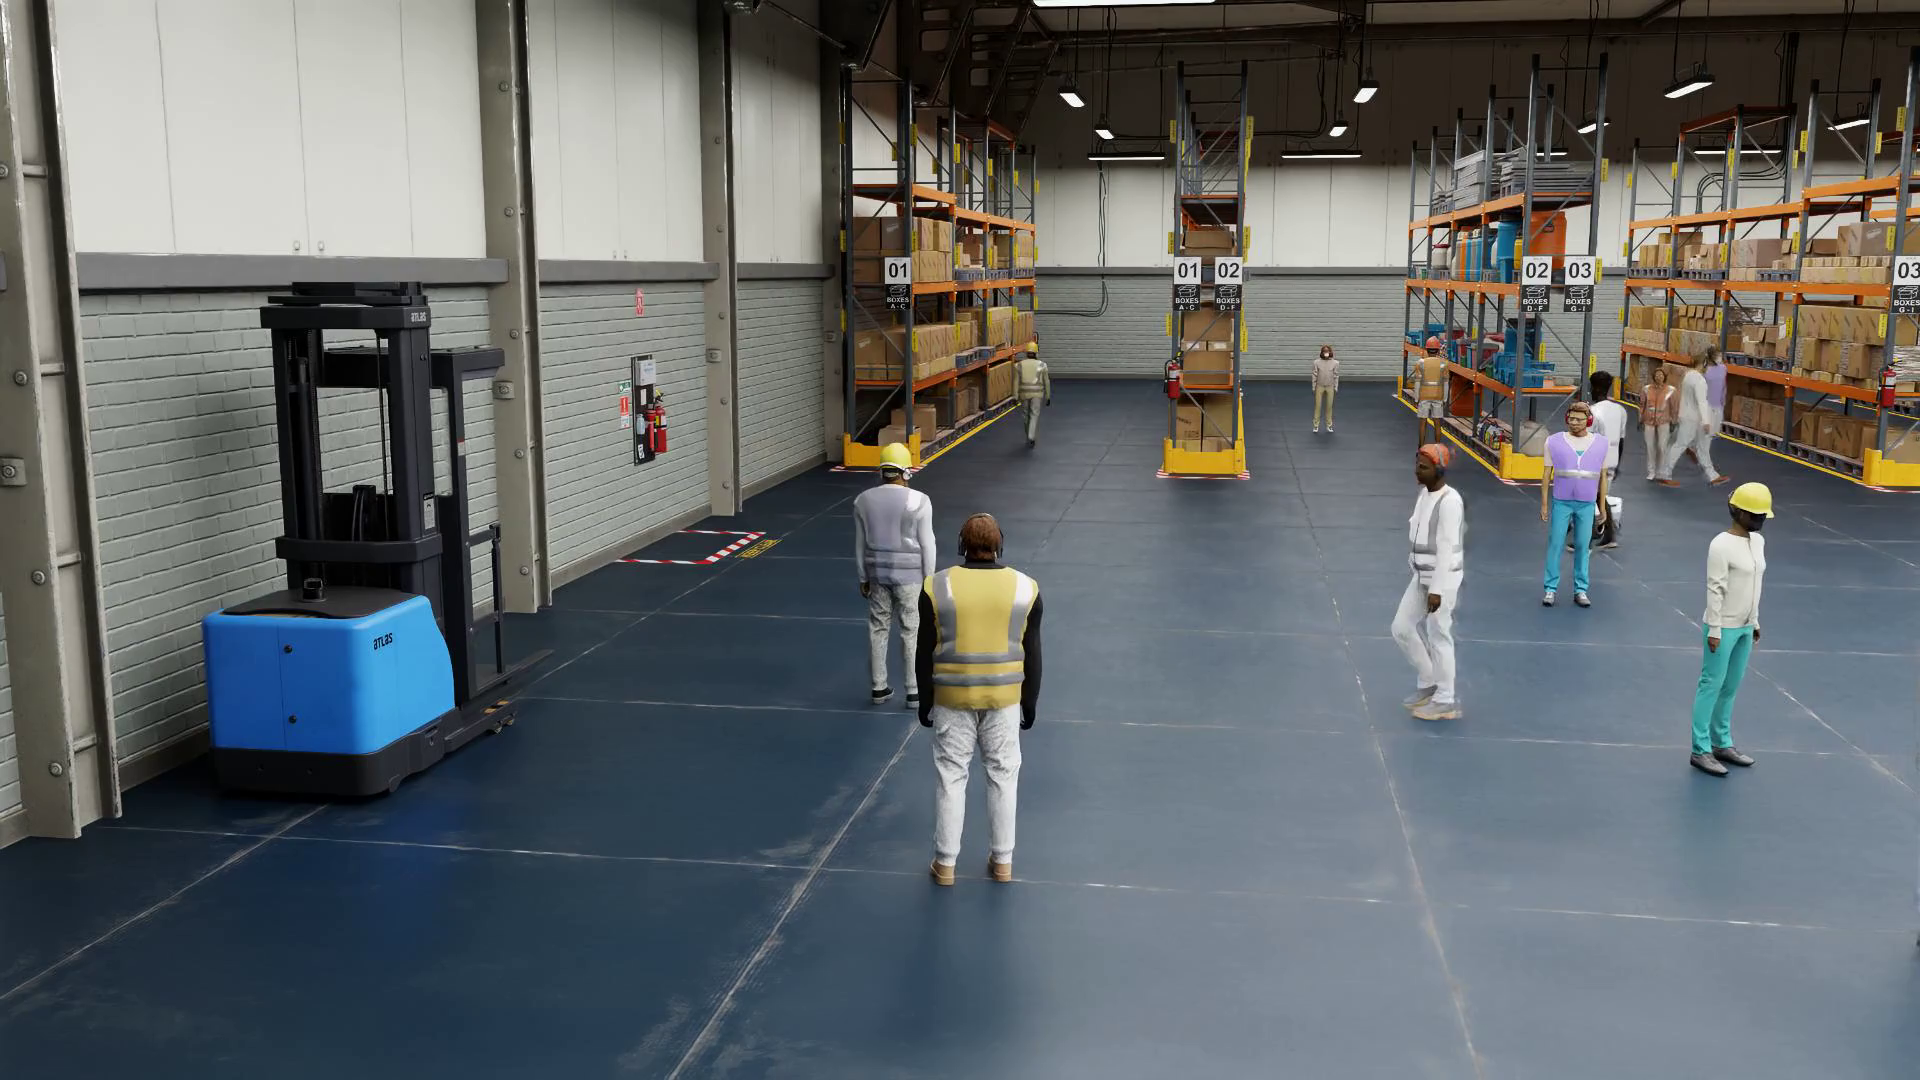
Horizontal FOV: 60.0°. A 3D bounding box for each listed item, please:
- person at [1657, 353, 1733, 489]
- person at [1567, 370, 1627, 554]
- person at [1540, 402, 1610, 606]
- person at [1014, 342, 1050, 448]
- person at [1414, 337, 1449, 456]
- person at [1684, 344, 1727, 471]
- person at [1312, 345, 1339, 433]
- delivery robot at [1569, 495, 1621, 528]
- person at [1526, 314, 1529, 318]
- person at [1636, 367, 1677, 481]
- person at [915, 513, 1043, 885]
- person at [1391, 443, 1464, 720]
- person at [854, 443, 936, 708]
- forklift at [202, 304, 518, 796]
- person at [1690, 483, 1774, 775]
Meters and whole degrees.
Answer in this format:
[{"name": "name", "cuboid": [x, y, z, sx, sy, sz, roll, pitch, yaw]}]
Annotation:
[{"name": "person", "cuboid": [10.209, -1.642, 23.029, 1.016, 1.868, 0.691, 2, 10, 15]}, {"name": "person", "cuboid": [6.773, -0.826, 17.728, 0.668, 1.959, 0.410, -5, 11, -30]}, {"name": "person", "cuboid": [5.534, -0.328, 15.002, 0.572, 1.838, 0.376, 2, 9, 10]}, {"name": "person", "cuboid": [1.226, -2.488, 28.498, 0.611, 1.792, 0.926, 3, 10, 15]}, {"name": "person", "cuboid": [7.621, -2.309, 26.912, 0.547, 1.942, 0.351, 2, 9, 11]}, {"name": "person", "cuboid": [11.270, -2.012, 25.143, 0.649, 1.917, 0.620, -5, 10, -27]}, {"name": "person", "cuboid": [6.809, -2.823, 31.029, 0.500, 1.633, 0.285, 1, 9, 5]}, {"name": "delivery robot", "cuboid": [7.262, -0.372, 19.069, 0.707, 0.478, 0.477, -7, 11, -37]}, {"name": "person", "cuboid": [13.654, -4.508, 40.344, 0.614, 1.987, 0.407, -4, 10, -22]}, {"name": "person", "cuboid": [10.001, -1.664, 23.885, 0.512, 1.627, 0.418, 7, 11, 35]}, {"name": "person", "cuboid": [0.091, 0.779, 8.211, 0.628, 1.838, 0.429, -1, 9, -7]}, {"name": "person", "cuboid": [3.168, 0.282, 11.174, 0.449, 1.869, 0.586, -2, 9, -10]}, {"name": "person", "cuboid": [-0.444, 0.241, 11.554, 0.593, 1.829, 0.403, 4, 10, 24]}, {"name": "forklift", "cuboid": [-3.673, -0.038, 10.147, 1.129, 2.768, 1.873, 1, 9, 9]}, {"name": "person", "cuboid": [4.679, 0.522, 10.021, 0.528, 1.757, 0.341, -7, 11, -36]}]
